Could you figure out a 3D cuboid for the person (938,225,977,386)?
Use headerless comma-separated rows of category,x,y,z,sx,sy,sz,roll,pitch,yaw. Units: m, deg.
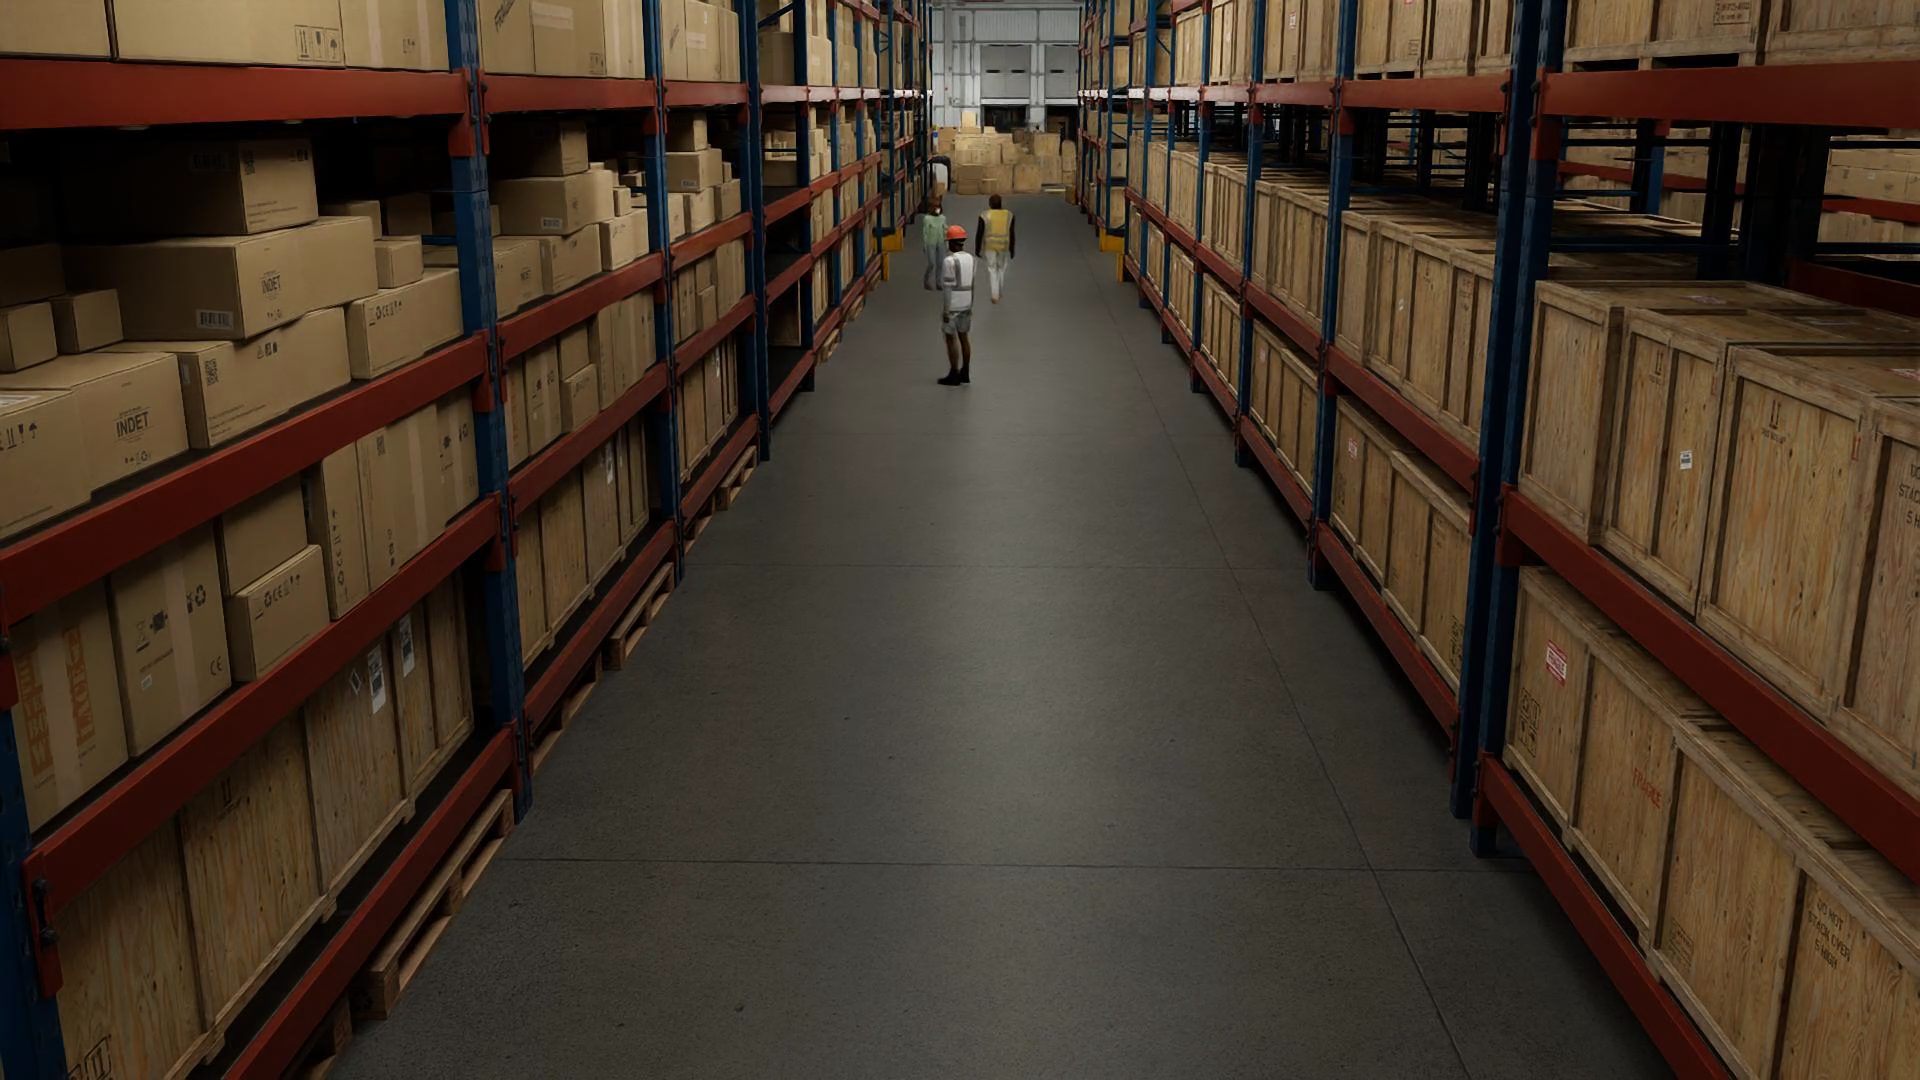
person,-0.043,-2.842,20.191,0.375,1.931,0.548,11,18,35

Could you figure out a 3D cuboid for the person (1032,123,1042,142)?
person,4.075,-20.942,87.520,0.587,1.927,0.368,5,16,19

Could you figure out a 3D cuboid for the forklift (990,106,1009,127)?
forklift,1.989,-20.454,83.894,1.129,2.768,1.873,-7,17,-25

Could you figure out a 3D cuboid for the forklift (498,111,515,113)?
forklift,-18.326,-16.220,68.143,1.129,2.768,1.873,0,15,1

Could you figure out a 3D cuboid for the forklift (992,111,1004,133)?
forklift,1.448,-14.554,61.940,1.873,2.768,1.129,0,15,2

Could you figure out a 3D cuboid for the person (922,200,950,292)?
person,-0.422,-5.268,29.778,0.514,1.623,0.391,-13,20,-39

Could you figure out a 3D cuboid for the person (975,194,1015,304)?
person,0.571,-4.948,28.231,0.651,1.803,0.885,-4,15,-14

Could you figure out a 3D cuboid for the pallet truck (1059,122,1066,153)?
pallet truck,5.788,-21.111,88.014,1.885,1.965,0.823,5,16,18

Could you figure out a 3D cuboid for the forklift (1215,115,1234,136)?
forklift,7.971,-11.745,51.492,1.129,2.768,1.873,0,15,2
